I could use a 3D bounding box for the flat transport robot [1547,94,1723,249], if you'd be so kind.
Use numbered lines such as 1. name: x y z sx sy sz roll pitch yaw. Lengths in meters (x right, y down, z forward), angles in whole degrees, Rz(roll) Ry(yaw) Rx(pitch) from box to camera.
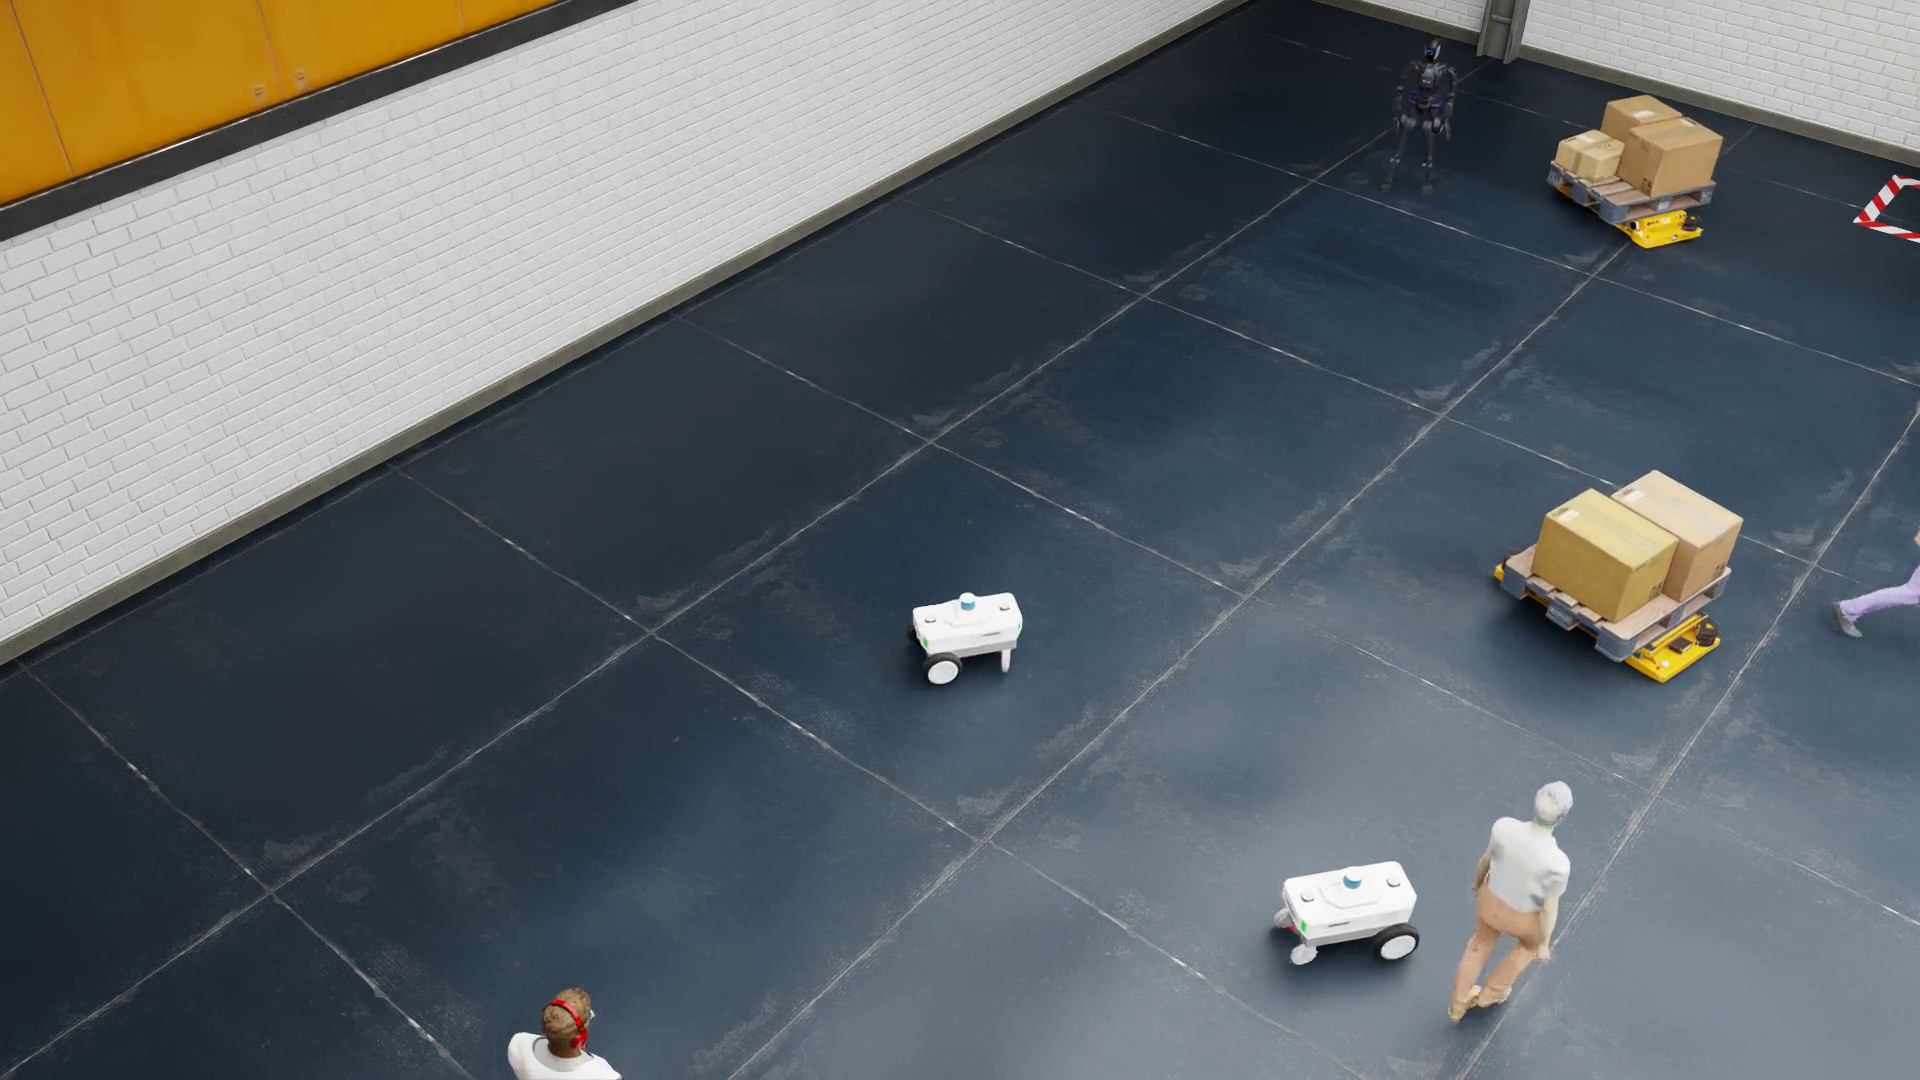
1. flat transport robot: 6.569 -3.324 16.413 0.659 0.231 1.431 -14 41 -17

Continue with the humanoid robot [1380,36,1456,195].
1. humanoid robot: 4.556 -4.194 16.375 0.606 1.638 0.389 13 41 15

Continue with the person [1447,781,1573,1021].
1. person: 2.928 1.931 8.749 0.553 1.701 0.552 -28 47 -31

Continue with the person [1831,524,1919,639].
1. person: 6.512 0.030 11.032 0.897 1.795 0.624 22 44 24

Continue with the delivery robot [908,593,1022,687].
1. delivery robot: 0.017 0.629 11.291 0.782 0.611 0.502 -9 40 -11

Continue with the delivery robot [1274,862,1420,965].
1. delivery robot: 2.220 2.094 9.471 0.805 0.609 0.499 -7 39 -9

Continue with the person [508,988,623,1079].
1. person: -1.736 2.727 7.659 0.569 1.831 0.408 14 41 17

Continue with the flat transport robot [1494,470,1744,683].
1. flat transport robot: 4.563 0.434 11.748 0.659 0.231 1.431 -25 45 -28
